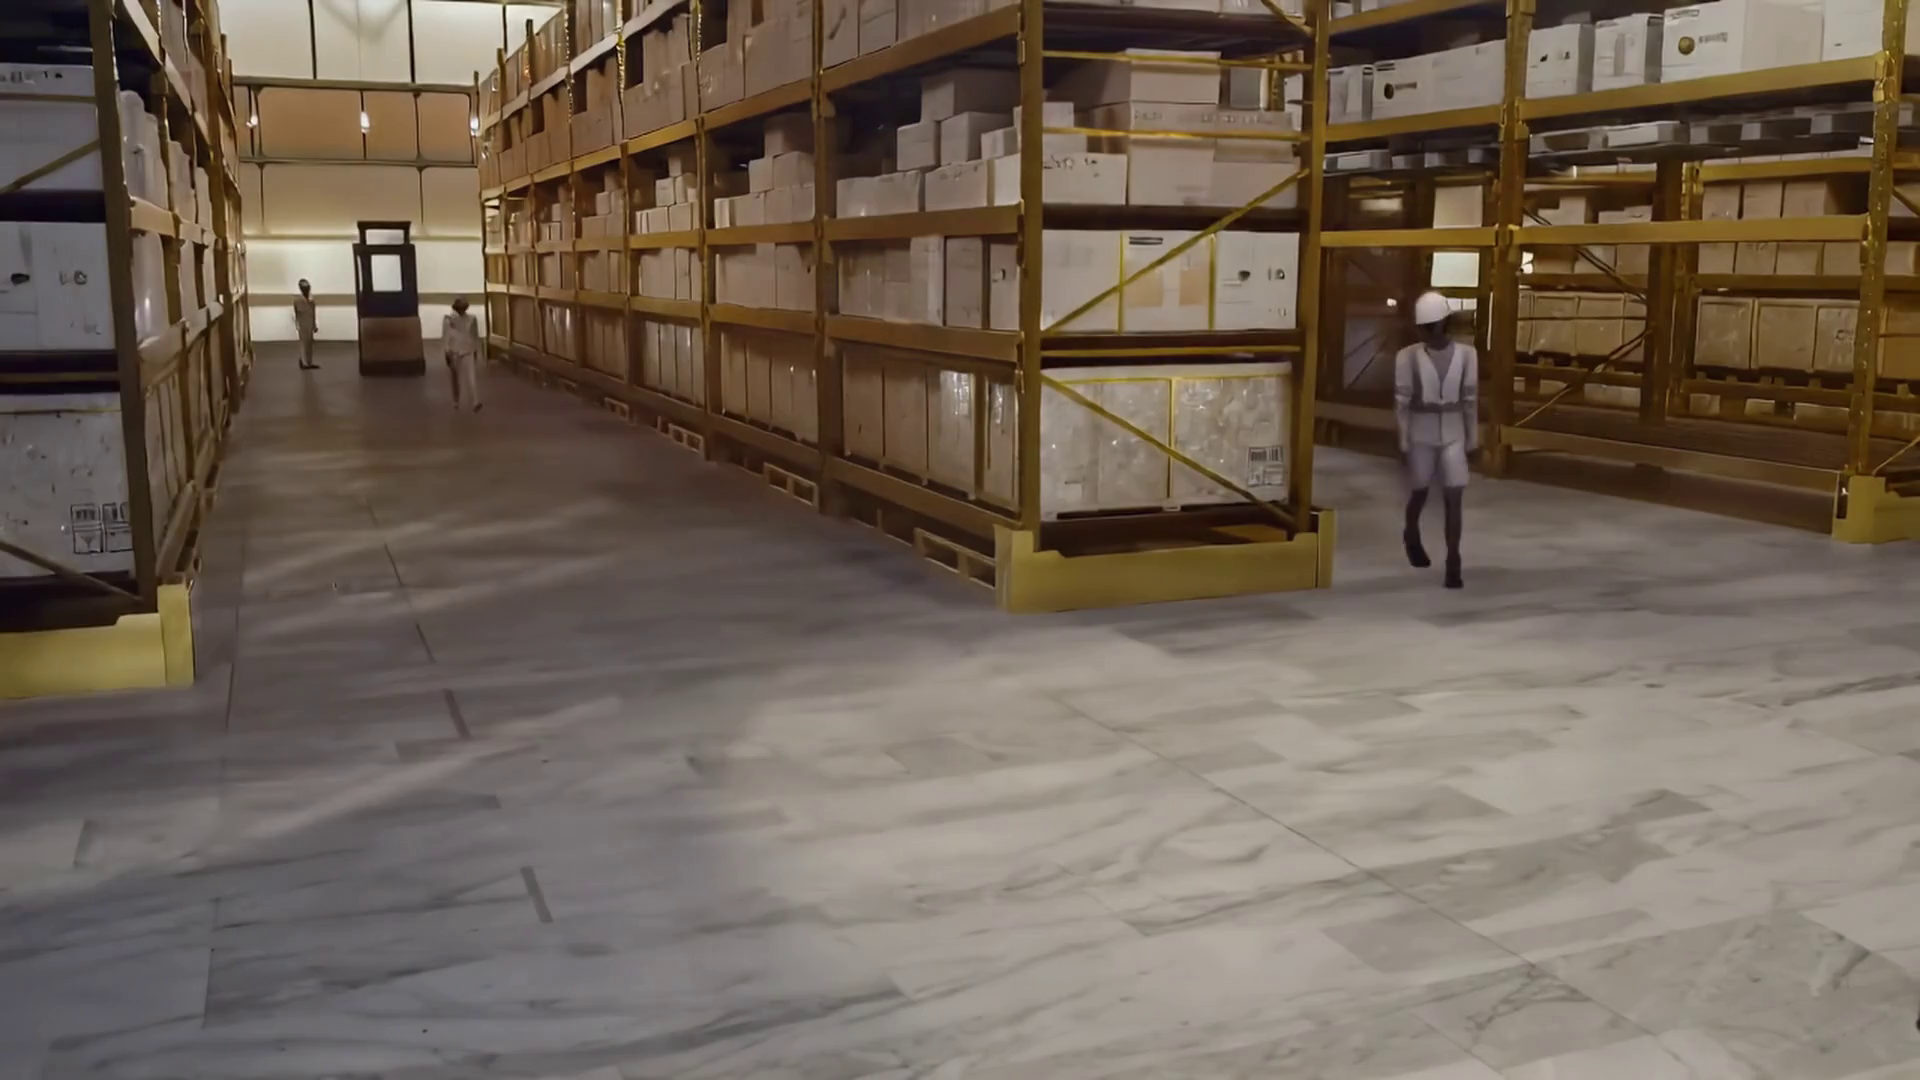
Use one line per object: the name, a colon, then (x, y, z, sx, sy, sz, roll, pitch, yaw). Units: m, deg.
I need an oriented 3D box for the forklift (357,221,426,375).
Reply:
forklift: (-10.581, -4.490, 30.757, 1.129, 2.768, 1.873, -4, 10, -22)

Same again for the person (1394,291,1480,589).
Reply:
person: (3.094, -0.675, 10.854, 0.565, 1.906, 0.831, 1, 10, 4)

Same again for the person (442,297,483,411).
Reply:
person: (-6.928, -2.575, 23.141, 0.519, 1.594, 0.864, -5, 11, -28)

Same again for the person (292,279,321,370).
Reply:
person: (-12.687, -4.186, 32.305, 0.324, 1.752, 0.560, 3, 10, 17)
